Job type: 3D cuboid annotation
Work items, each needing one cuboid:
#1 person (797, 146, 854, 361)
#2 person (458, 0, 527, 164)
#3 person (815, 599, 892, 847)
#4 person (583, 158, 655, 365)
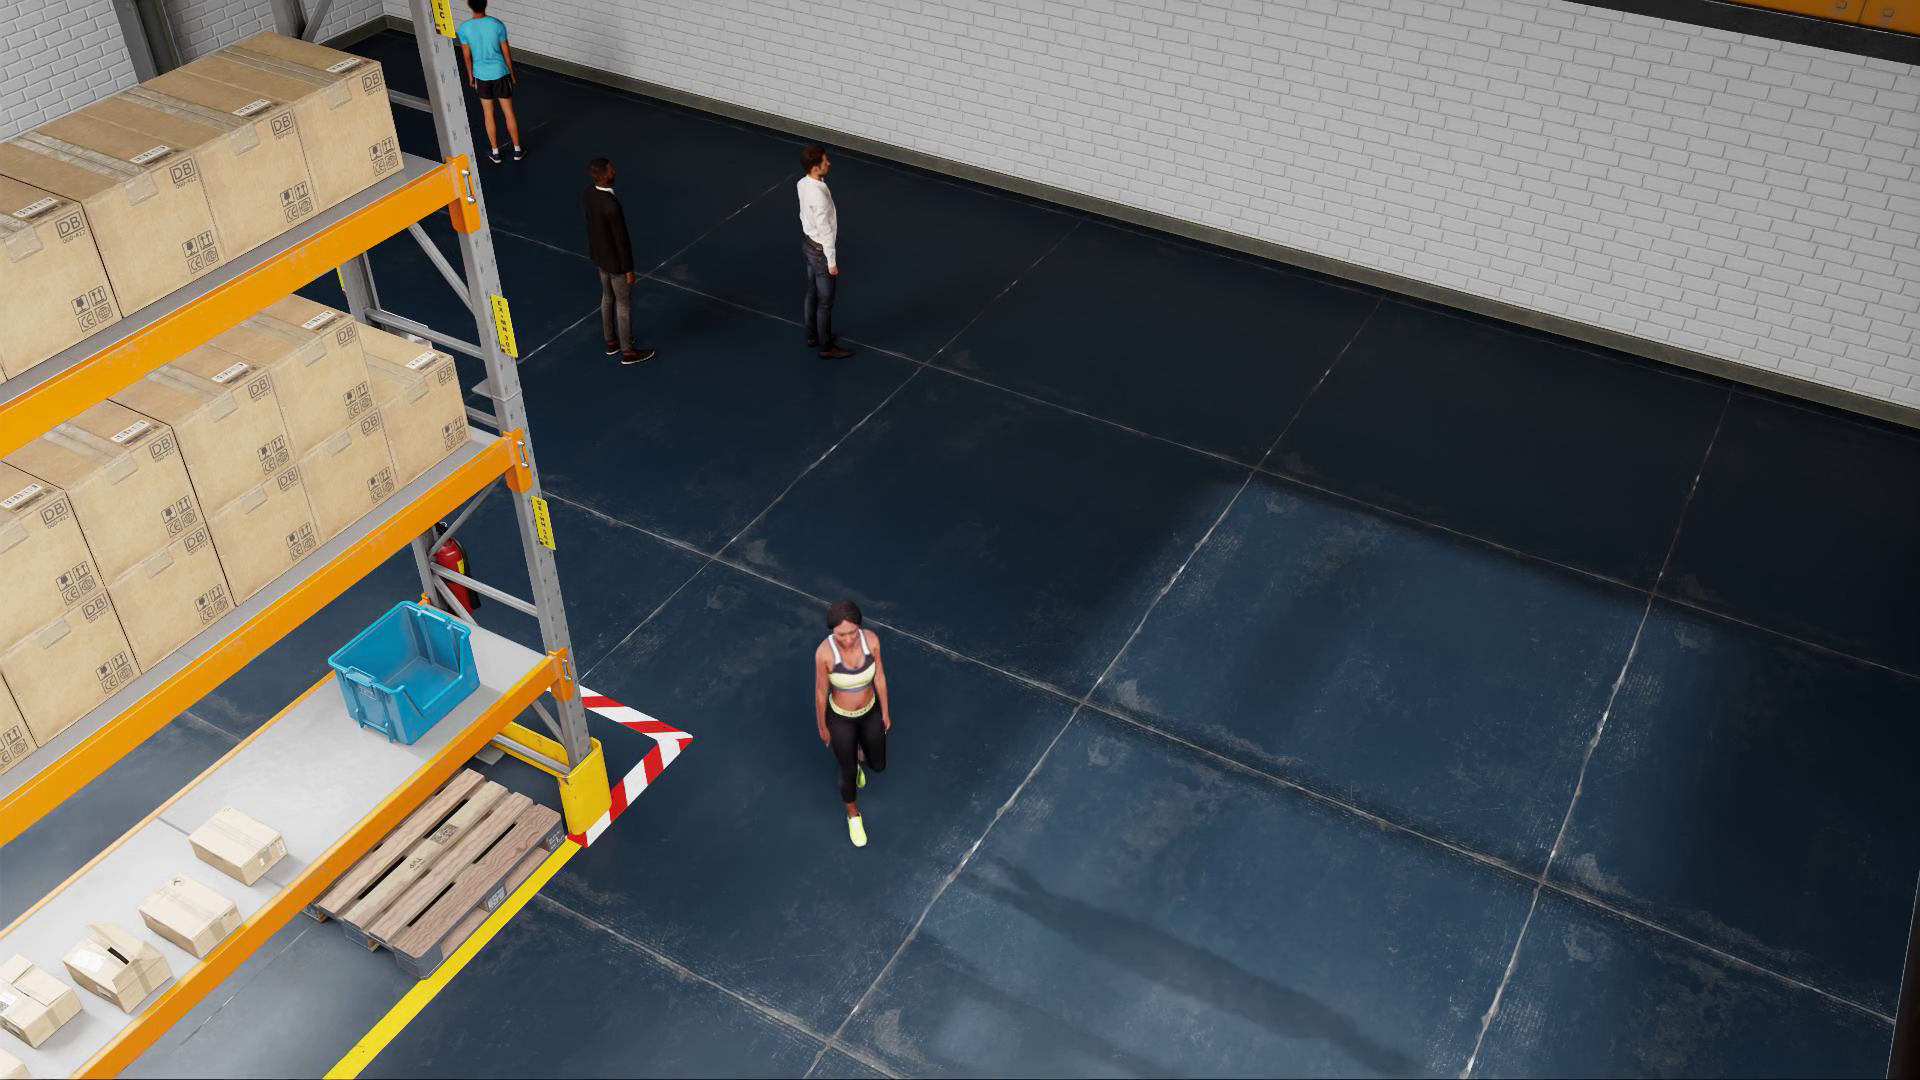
[{"bbox_3d":[-1.160,-2.369,13.697,0.741,1.871,0.732,-17,42,-20],"label":"person"},{"bbox_3d":[-4.677,-4.638,16.614,0.681,1.776,0.741,-9,40,-12],"label":"person"},{"bbox_3d":[-0.642,0.974,9.614,0.854,1.742,0.890,-14,41,-17],"label":"person"},{"bbox_3d":[-2.852,-2.301,13.668,0.679,1.800,0.724,-28,46,-31],"label":"person"}]
